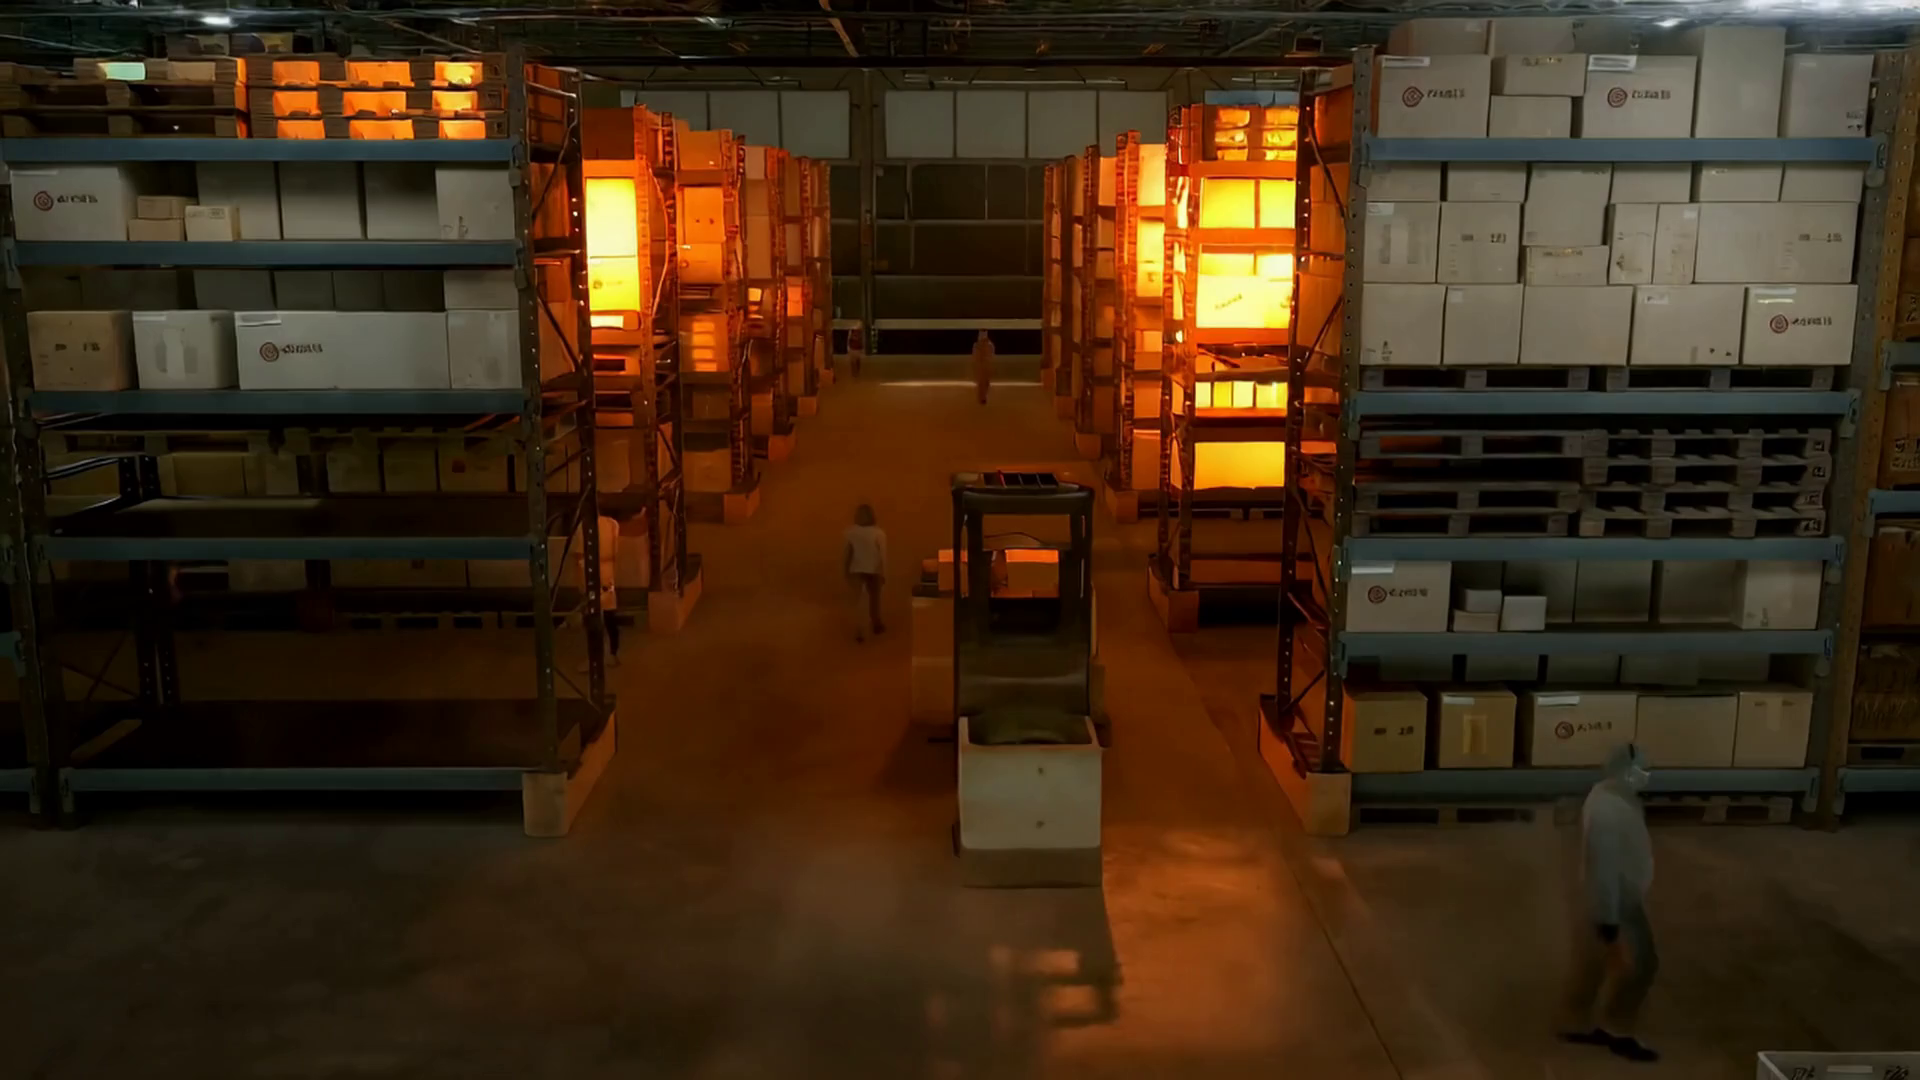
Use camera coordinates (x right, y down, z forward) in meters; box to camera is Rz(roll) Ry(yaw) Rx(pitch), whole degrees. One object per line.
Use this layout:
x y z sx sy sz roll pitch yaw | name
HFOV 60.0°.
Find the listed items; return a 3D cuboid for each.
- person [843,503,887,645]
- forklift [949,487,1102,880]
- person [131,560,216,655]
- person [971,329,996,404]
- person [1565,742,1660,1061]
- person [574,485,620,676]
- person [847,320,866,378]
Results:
-1.072 0.360 19.072 0.526 1.597 0.776 2 12 9 | person
0.495 0.986 12.813 1.129 2.768 1.873 0 11 -2 | forklift
-8.798 0.453 18.480 0.830 1.666 0.540 -2 12 -8 | person
0.578 -4.378 41.856 0.655 1.890 0.528 -3 12 -15 | person
3.903 2.100 9.731 0.643 1.888 0.658 2 12 8 | person
-3.873 0.428 17.659 0.378 2.045 0.605 6 13 27 | person
-2.983 -5.482 47.854 0.555 1.671 0.395 -1 11 -5 | person
